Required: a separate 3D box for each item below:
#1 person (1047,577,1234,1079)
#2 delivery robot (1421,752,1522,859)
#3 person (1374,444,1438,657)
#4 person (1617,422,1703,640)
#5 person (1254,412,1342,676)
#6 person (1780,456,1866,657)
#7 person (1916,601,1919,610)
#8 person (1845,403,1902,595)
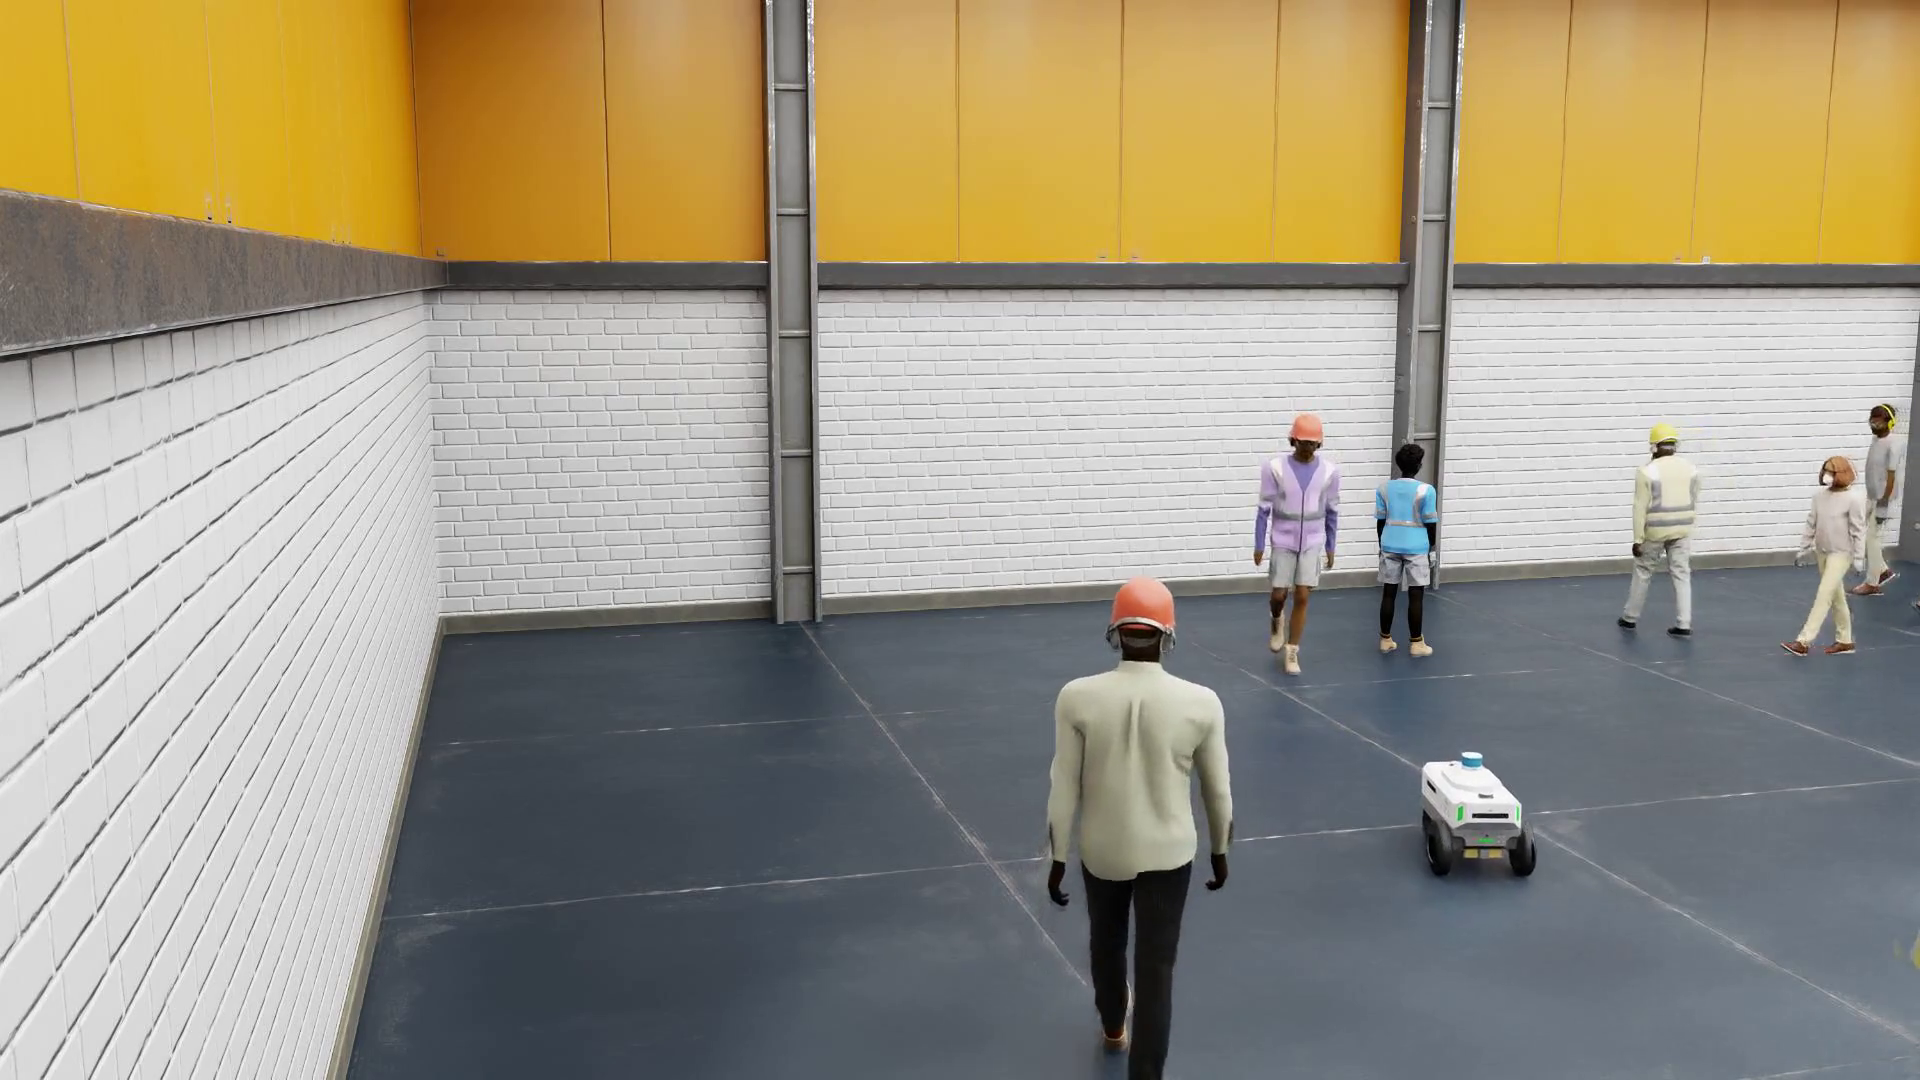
[{"bbox_3d":[0.669,1.094,6.095,0.664,1.939,1.024,2,9,10],"label":"person"},{"bbox_3d":[2.632,1.340,8.586,0.477,0.478,0.707,0,9,1],"label":"delivery robot"},{"bbox_3d":[3.538,0.082,13.192,0.531,1.693,0.320,8,12,41],"label":"person"},{"bbox_3d":[5.886,-0.088,13.952,0.602,1.818,0.576,-1,9,-5],"label":"person"},{"bbox_3d":[2.566,0.004,12.706,0.624,2.010,0.707,0,9,1],"label":"person"},{"bbox_3d":[6.787,0.137,13.115,0.801,1.595,0.525,-2,9,-12],"label":"person"},{"bbox_3d":[8.765,-0.160,14.122,1.010,1.896,0.630,0,9,1],"label":"person"},{"bbox_3d":[8.556,-0.370,15.560,0.393,1.835,0.584,1,9,6],"label":"person"}]
